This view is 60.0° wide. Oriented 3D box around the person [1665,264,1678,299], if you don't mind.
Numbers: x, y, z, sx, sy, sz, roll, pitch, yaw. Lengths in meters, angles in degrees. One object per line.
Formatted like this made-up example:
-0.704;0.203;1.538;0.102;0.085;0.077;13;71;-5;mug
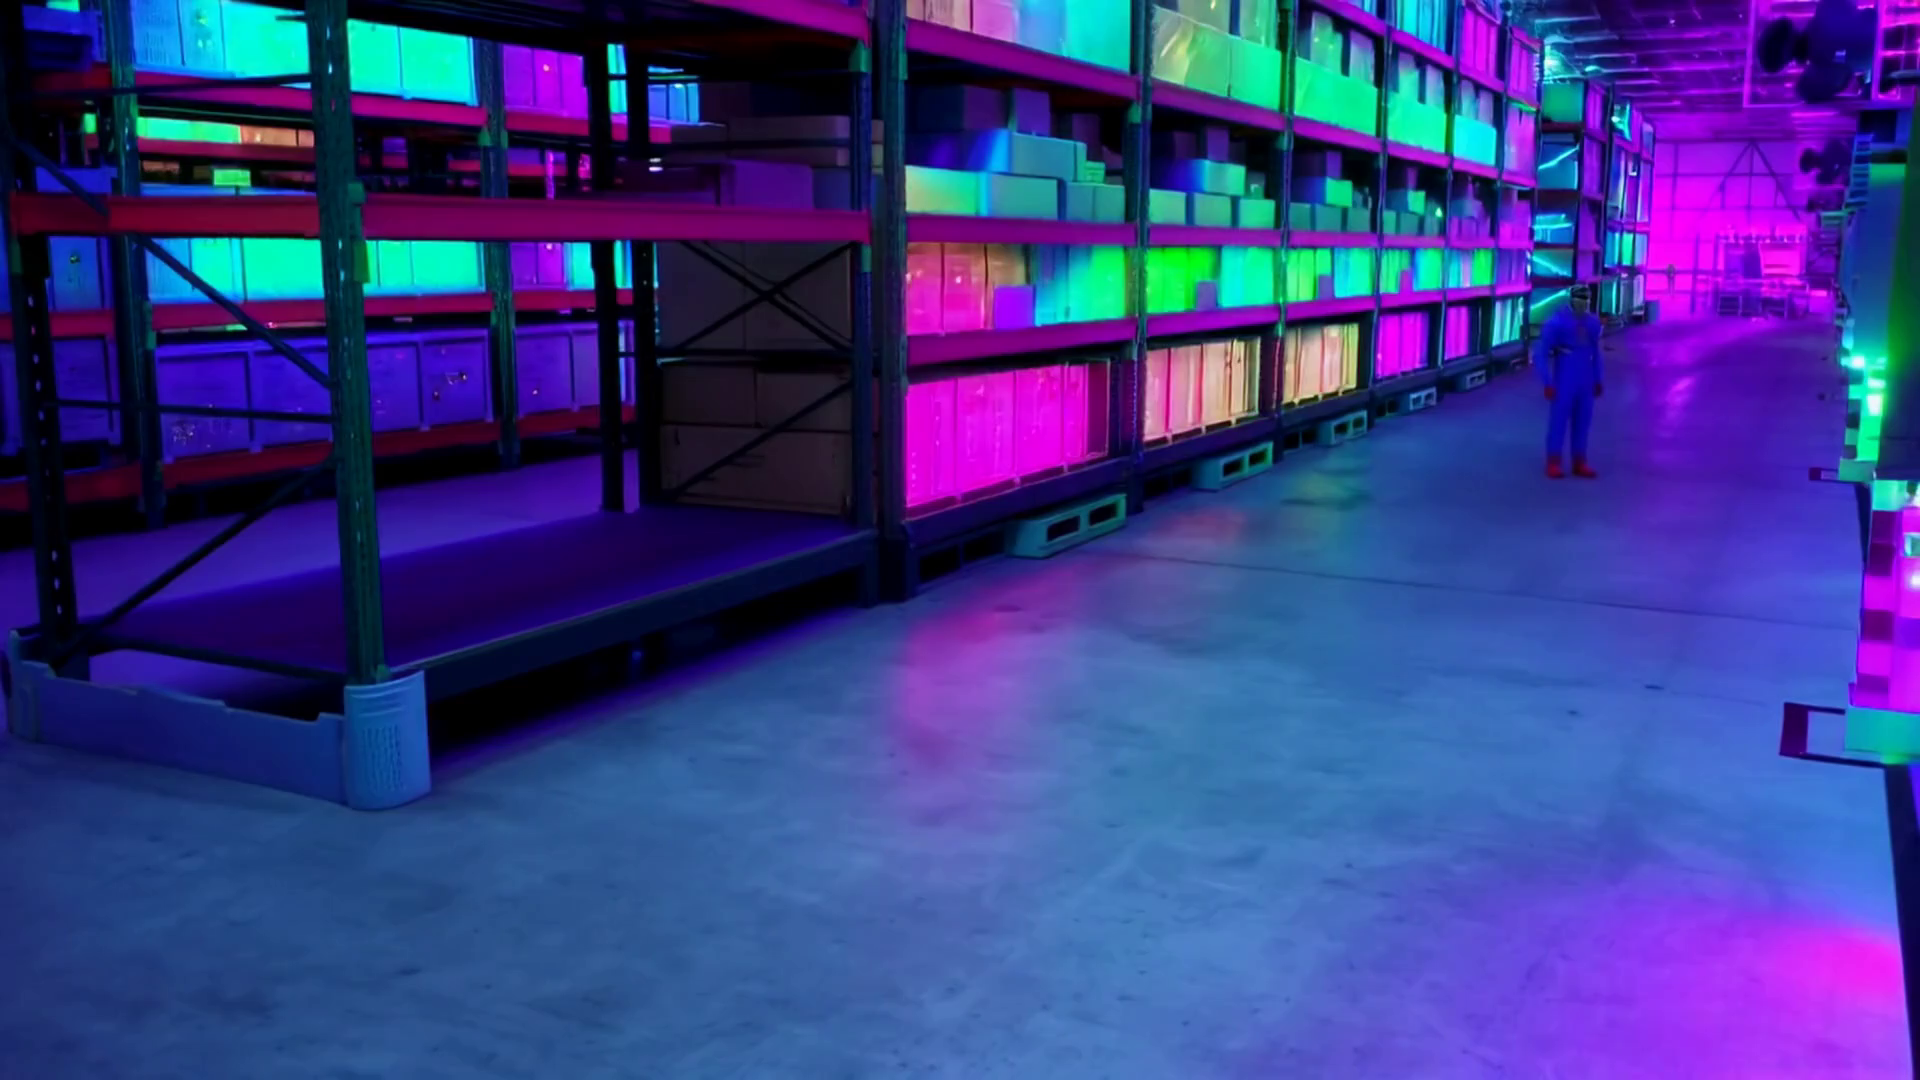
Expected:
33.894;-12.329;79.226;0.563;1.666;0.458;4;10;20;person

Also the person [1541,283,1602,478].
5.942;-1.539;16.127;0.654;1.894;0.400;-3;10;-17;person
